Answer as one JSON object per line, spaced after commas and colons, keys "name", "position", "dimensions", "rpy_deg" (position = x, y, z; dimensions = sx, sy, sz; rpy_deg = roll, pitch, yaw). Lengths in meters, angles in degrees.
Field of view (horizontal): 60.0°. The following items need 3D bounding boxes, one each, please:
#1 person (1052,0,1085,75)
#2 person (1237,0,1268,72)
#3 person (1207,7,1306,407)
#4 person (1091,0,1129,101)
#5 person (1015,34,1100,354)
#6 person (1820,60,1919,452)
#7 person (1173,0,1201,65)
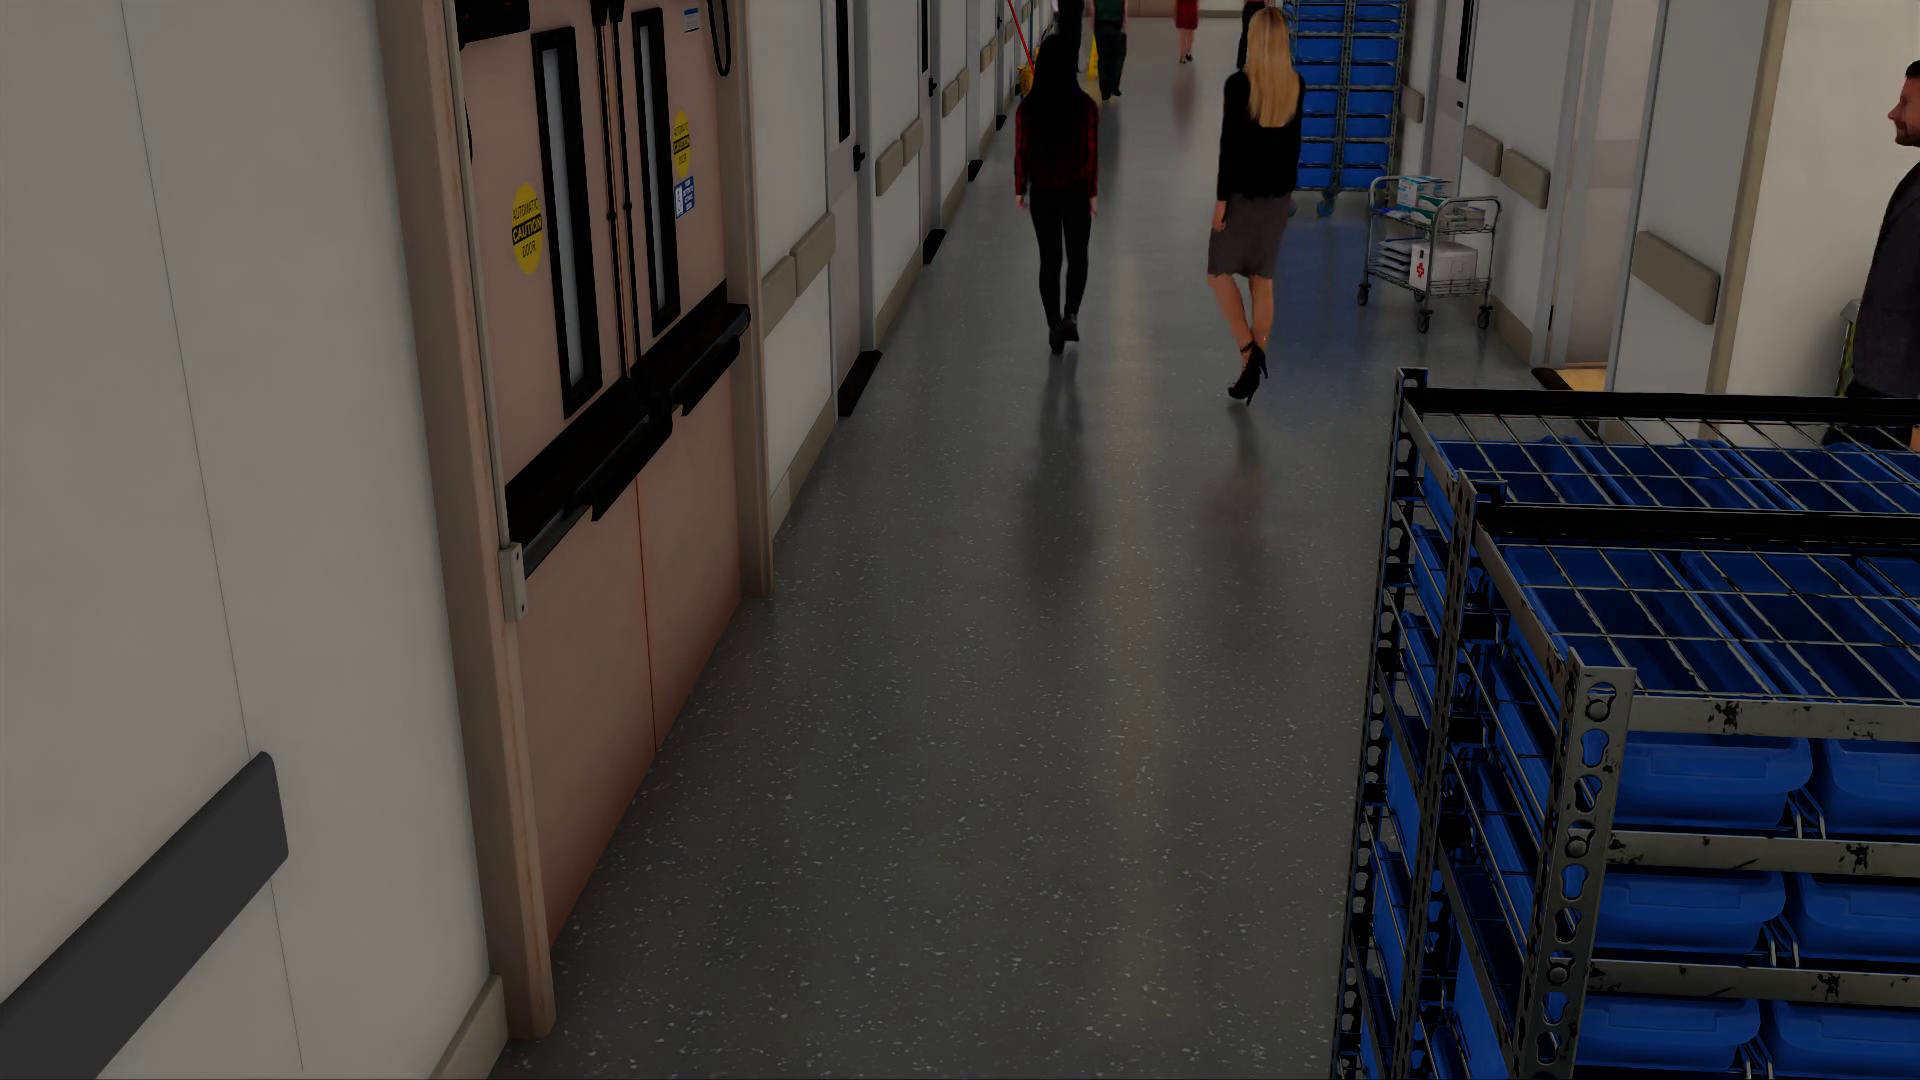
{"name": "person", "position": [1.556, -7.616, 23.931], "dimensions": [0.887, 1.782, 1.110], "rpy_deg": [-8, 22, -19]}
{"name": "person", "position": [4.313, -7.674, 24.261], "dimensions": [0.668, 1.657, 0.705], "rpy_deg": [17, 27, 38]}
{"name": "person", "position": [1.426, -1.507, 7.736], "dimensions": [0.774, 1.829, 0.813], "rpy_deg": [-10, 23, -24]}
{"name": "person", "position": [1.849, -6.416, 20.685], "dimensions": [0.682, 1.834, 0.714], "rpy_deg": [5, 21, 13]}
{"name": "person", "position": [0.516, -1.780, 8.714], "dimensions": [0.601, 1.646, 0.531], "rpy_deg": [3, 21, 7]}
{"name": "person", "position": [2.936, -0.499, 5.031], "dimensions": [0.870, 1.860, 0.819], "rpy_deg": [4, 21, 10]}
{"name": "person", "position": [3.510, -8.170, 25.717], "dimensions": [0.568, 1.546, 0.633], "rpy_deg": [1, 21, 2]}
